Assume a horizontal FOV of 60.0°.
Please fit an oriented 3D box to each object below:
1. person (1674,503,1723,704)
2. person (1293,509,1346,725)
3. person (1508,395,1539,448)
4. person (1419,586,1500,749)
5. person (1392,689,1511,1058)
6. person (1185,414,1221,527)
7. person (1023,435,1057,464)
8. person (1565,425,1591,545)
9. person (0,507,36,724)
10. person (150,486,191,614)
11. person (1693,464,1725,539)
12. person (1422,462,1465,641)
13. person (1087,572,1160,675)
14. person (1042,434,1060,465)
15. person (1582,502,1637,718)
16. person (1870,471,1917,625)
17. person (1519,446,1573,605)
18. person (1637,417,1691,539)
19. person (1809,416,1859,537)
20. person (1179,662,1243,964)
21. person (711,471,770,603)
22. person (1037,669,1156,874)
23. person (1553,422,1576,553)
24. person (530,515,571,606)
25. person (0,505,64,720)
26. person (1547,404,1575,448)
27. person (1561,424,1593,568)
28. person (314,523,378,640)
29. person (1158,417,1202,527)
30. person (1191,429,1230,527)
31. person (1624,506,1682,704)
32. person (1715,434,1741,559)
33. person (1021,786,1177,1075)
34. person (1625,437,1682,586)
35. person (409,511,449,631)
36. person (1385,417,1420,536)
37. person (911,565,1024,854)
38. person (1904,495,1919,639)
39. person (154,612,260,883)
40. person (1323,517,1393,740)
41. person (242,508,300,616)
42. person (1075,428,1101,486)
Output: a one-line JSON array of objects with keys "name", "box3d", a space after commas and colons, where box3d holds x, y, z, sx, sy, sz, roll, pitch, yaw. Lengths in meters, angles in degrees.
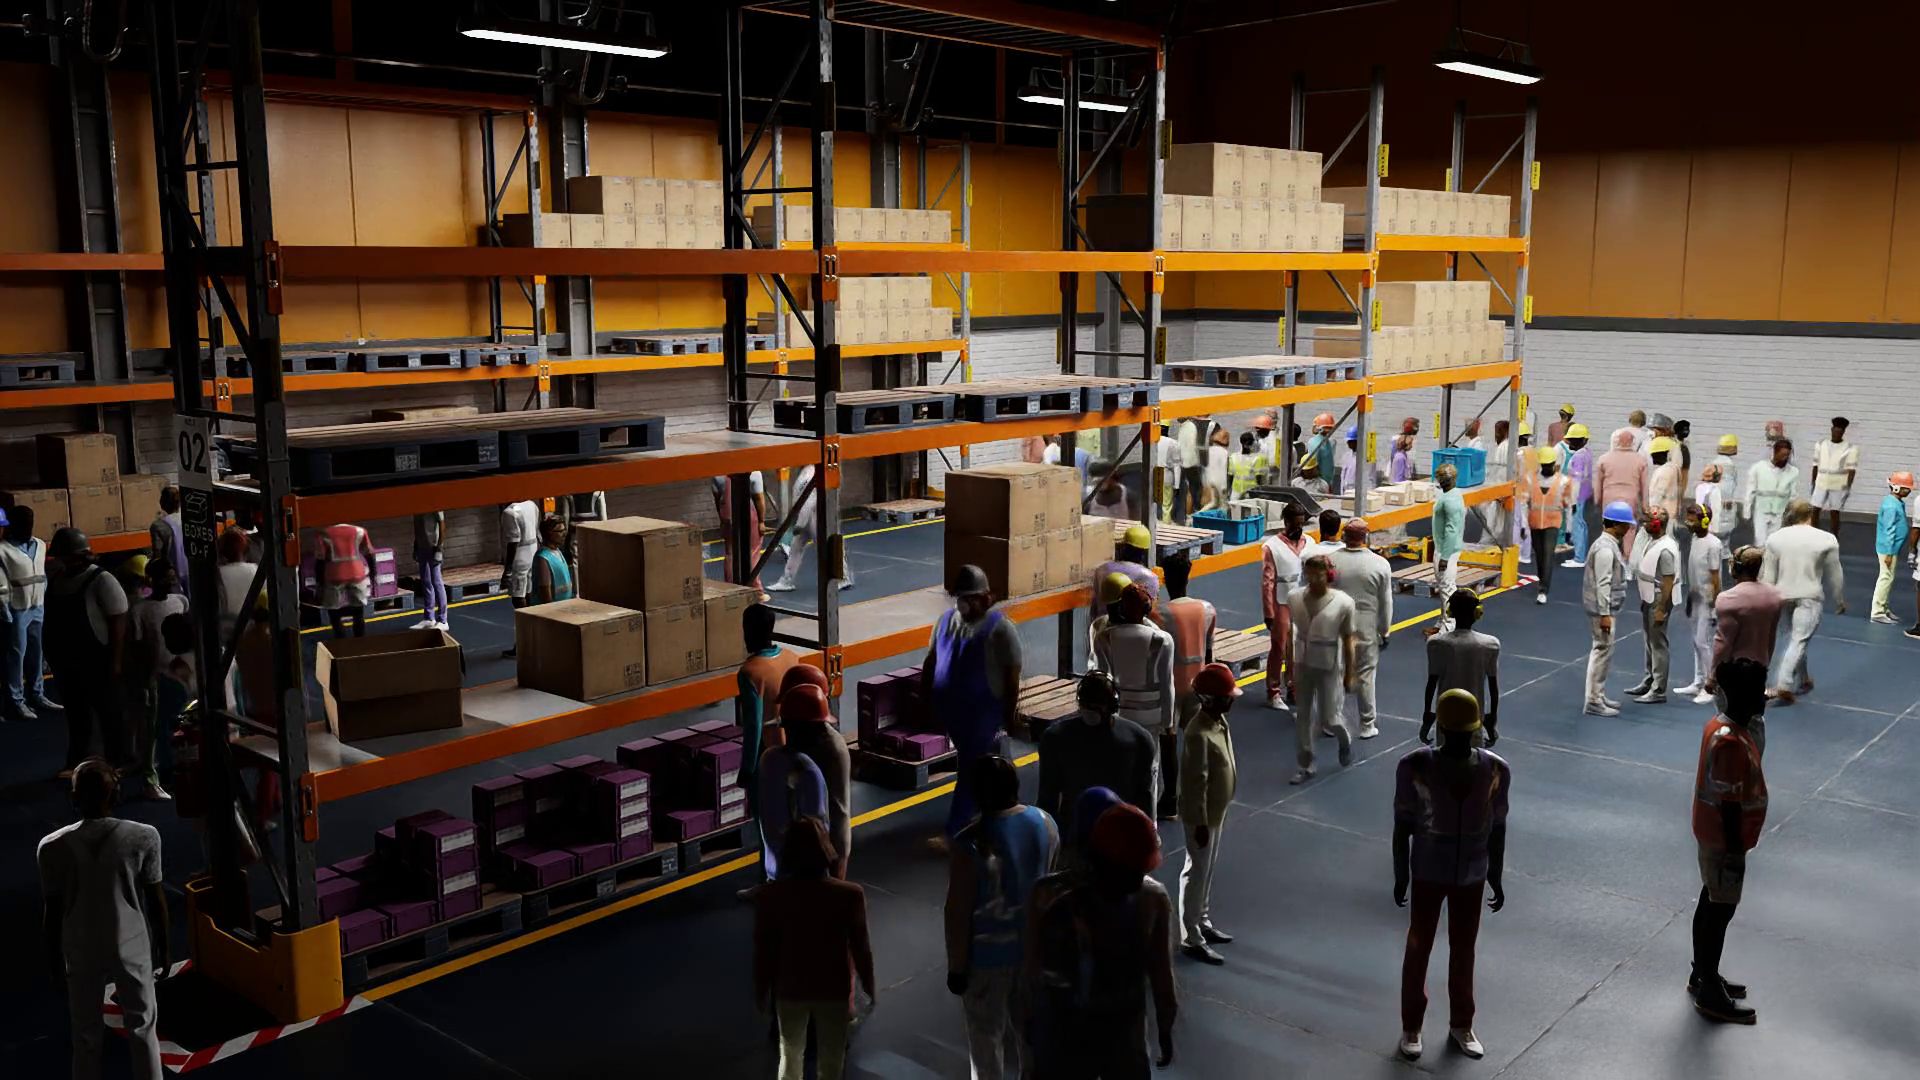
[{"name": "person", "box3d": [6.864, 0.584, 15.369, 0.370, 1.856, 0.588, 0, 10, 0]}, {"name": "person", "box3d": [3.232, 0.684, 14.619, 0.598, 1.906, 0.404, -2, 10, -14]}, {"name": "person", "box3d": [9.374, -1.502, 27.760, 0.573, 1.877, 0.353, -3, 10, -19]}, {"name": "person", "box3d": [3.415, 1.244, 11.386, 0.523, 1.863, 0.317, 1, 10, 6]}, {"name": "person", "box3d": [2.507, 1.694, 8.510, 0.588, 1.927, 0.371, 0, 10, 0]}, {"name": "person", "box3d": [3.696, -1.187, 25.412, 0.613, 2.031, 0.402, 5, 11, 28]}, {"name": "person", "box3d": [1.207, -1.202, 25.740, 0.634, 1.959, 0.751, -4, 10, -25]}, {"name": "person", "box3d": [8.775, -0.758, 23.660, 0.527, 1.760, 0.340, -6, 11, -30]}, {"name": "person", "box3d": [-8.511, 0.644, 14.714, 0.406, 1.947, 0.606, 3, 10, 20]}, {"name": "person", "box3d": [-7.833, 0.374, 16.683, 0.337, 1.838, 0.512, 9, 13, 44]}, {"name": "person", "box3d": [9.057, -0.112, 20.180, 0.319, 1.631, 0.517, 0, 10, -1]}, {"name": "person", "box3d": [5.191, 0.132, 17.806, 0.372, 1.939, 0.631, 2, 10, 11]}, {"name": "person", "box3d": [1.138, 1.165, 11.716, 0.596, 1.912, 0.399, 8, 12, 39]}, {"name": "person", "box3d": [1.251, -0.638, 22.688, 0.338, 1.858, 0.777, 2, 10, 13]}, {"name": "person", "box3d": [5.808, 0.612, 14.949, 0.423, 1.932, 0.621, 4, 10, 24]}, {"name": "person", "box3d": [10.491, 0.083, 18.691, 0.353, 1.739, 0.574, 6, 11, 33]}, {"name": "person", "box3d": [7.061, -0.215, 20.053, 0.591, 1.884, 0.990, 6, 11, 31]}, {"name": "person", "box3d": [9.489, -0.723, 22.602, 0.689, 2.000, 0.984, 8, 12, 40]}, {"name": "person", "box3d": [12.038, -0.740, 22.980, 0.611, 1.939, 0.629, -8, 12, -39]}, {"name": "person", "box3d": [1.468, 1.573, 9.747, 0.334, 1.753, 0.562, 4, 10, 21]}, {"name": "person", "box3d": [-2.579, -0.264, 19.858, 0.678, 2.000, 0.537, 5, 11, 26]}, {"name": "person", "box3d": [0.726, 1.626, 8.890, 0.629, 1.936, 0.374, 0, 10, -1]}, {"name": "person", "box3d": [8.462, -0.739, 23.313, 0.511, 1.838, 0.345, -9, 13, -43]}, {"name": "person", "box3d": [-3.616, 0.690, 14.743, 0.389, 1.846, 0.566, -1, 10, -6]}, {"name": "person", "box3d": [-8.372, 0.635, 14.877, 0.391, 1.913, 0.587, 2, 10, 12]}, {"name": "person", "box3d": [9.835, -1.342, 27.158, 0.342, 1.751, 0.535, -8, 12, -38]}, {"name": "person", "box3d": [8.216, -0.589, 22.186, 0.394, 1.918, 0.592, 5, 11, 29]}, {"name": "person", "box3d": [-6.245, 0.409, 16.913, 0.592, 1.688, 0.340, -6, 11, -34]}, {"name": "person", "box3d": [3.389, -1.151, 25.419, 0.862, 1.939, 0.613, -2, 10, -10]}, {"name": "person", "box3d": [3.762, -0.840, 24.585, 0.628, 1.608, 0.512, -4, 10, -22]}, {"name": "person", "box3d": [6.430, 0.594, 15.337, 0.394, 1.839, 0.563, 2, 10, 10]}, {"name": "person", "box3d": [10.418, -0.581, 22.660, 0.513, 1.726, 0.517, 1, 10, 5]}, {"name": "person", "box3d": [0.564, 1.964, 6.887, 0.654, 1.926, 0.427, 1, 10, 6]}, {"name": "person", "box3d": [8.643, -0.344, 20.822, 0.971, 1.870, 0.585, 1, 10, 6]}, {"name": "person", "box3d": [-5.847, 0.091, 18.250, 0.514, 1.872, 0.328, 8, 12, 39]}, {"name": "person", "box3d": [6.493, -0.875, 24.147, 0.597, 1.819, 0.586, 8, 13, 41]}, {"name": "person", "box3d": [0.067, 1.111, 11.650, 0.699, 2.000, 1.045, 8, 12, 39]}, {"name": "person", "box3d": [10.532, 0.104, 17.932, 0.610, 1.958, 0.367, 0, 10, 0]}, {"name": "person", "box3d": [-4.911, 1.365, 10.794, 0.436, 1.822, 0.647, 2, 10, 12]}, {"name": "person", "box3d": [3.351, 0.753, 14.191, 0.651, 1.906, 0.409, 3, 10, 17]}, {"name": "person", "box3d": [-6.321, 0.568, 15.208, 0.542, 1.936, 0.364, -4, 10, -21]}, {"name": "person", "box3d": [2.021, -1.315, 26.983, 0.528, 1.761, 0.339, 1, 10, 4]}]
